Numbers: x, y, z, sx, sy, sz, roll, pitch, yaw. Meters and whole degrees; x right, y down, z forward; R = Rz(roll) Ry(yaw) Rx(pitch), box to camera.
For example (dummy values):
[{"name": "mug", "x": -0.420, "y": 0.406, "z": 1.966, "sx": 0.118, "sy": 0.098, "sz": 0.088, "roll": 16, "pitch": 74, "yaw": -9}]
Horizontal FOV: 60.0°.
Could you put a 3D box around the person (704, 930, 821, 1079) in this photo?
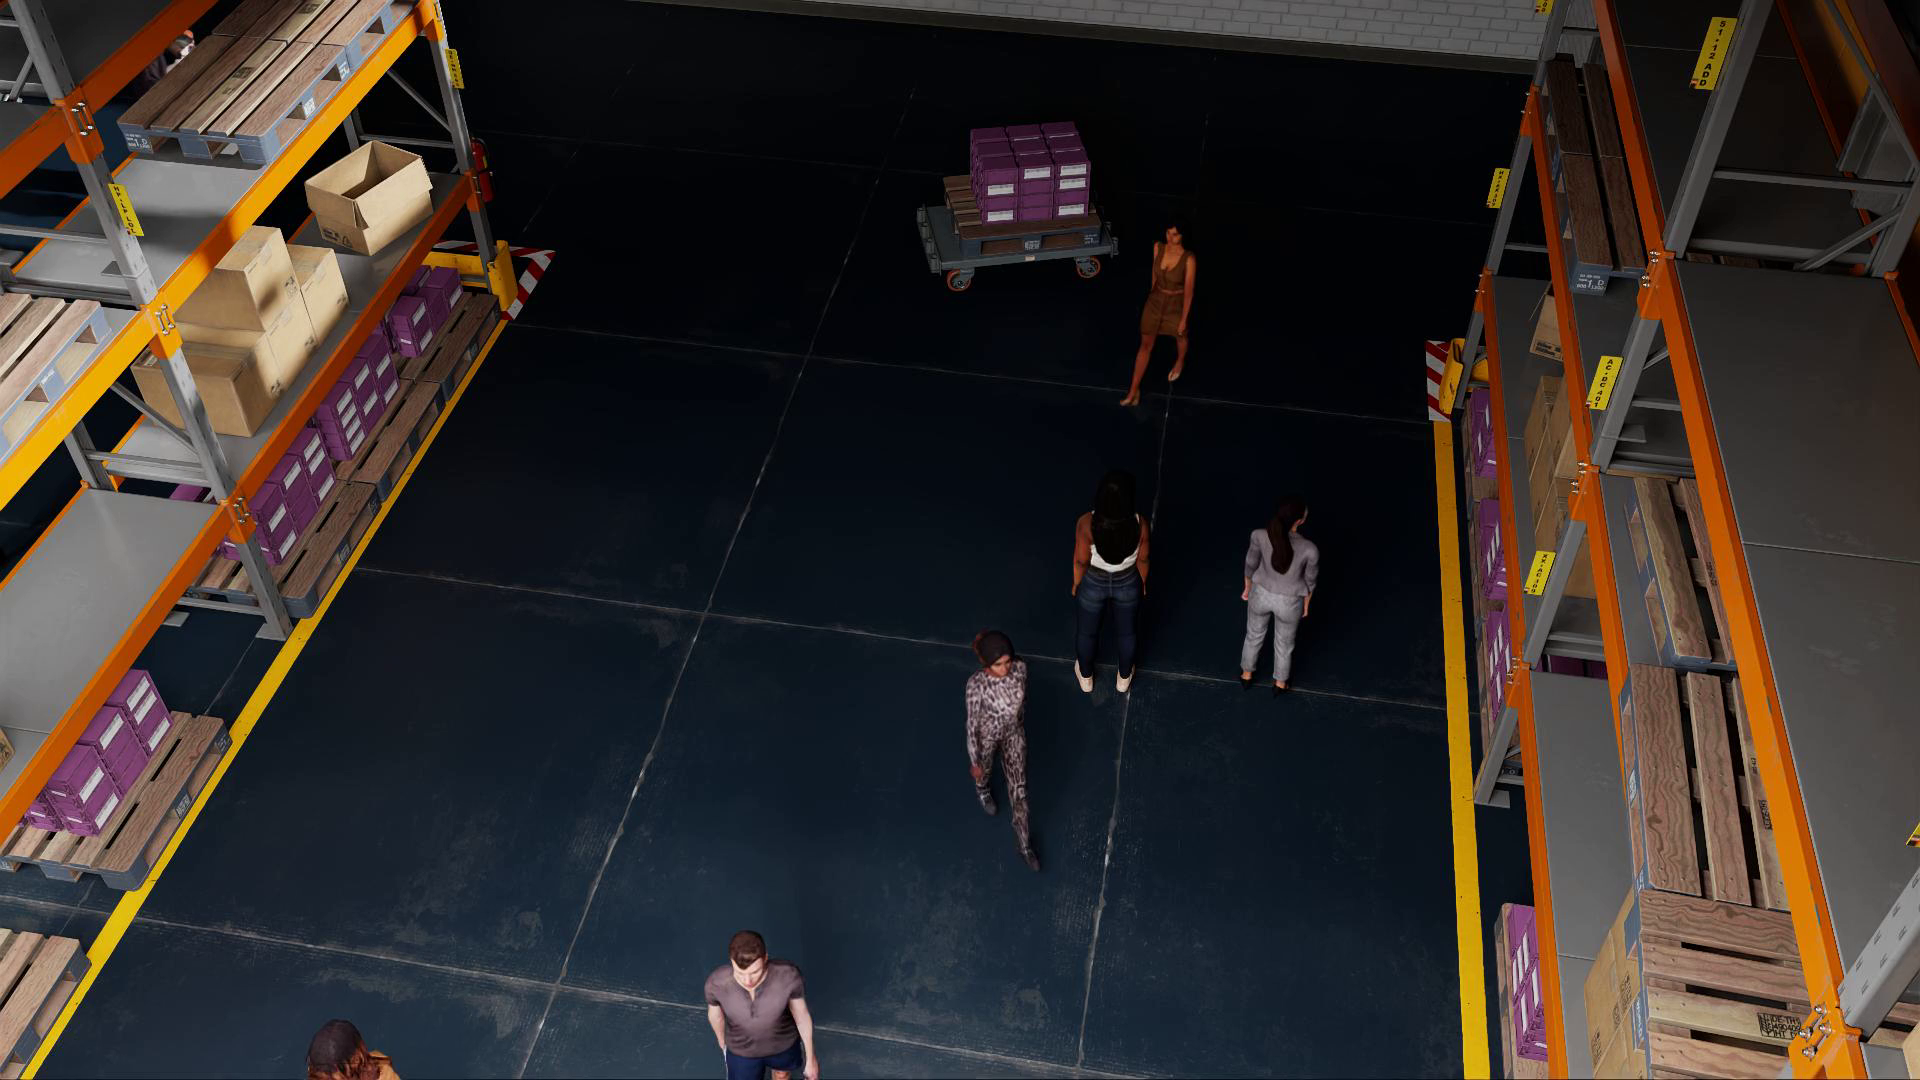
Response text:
[{"name": "person", "x": -0.977, "y": 2.425, "z": 8.318, "sx": 0.841, "sy": 1.829, "sz": 0.991, "roll": -9, "pitch": 44, "yaw": -9}]

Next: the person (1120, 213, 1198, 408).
[{"name": "person", "x": 1.682, "y": -1.831, "z": 12.920, "sx": 0.915, "sy": 1.645, "sz": 1.141, "roll": 28, "pitch": 50, "yaw": 27}]

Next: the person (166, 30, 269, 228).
[{"name": "person", "x": -6.588, "y": -3.563, "z": 14.558, "sx": 0.805, "sy": 1.891, "sz": 0.776, "roll": -32, "pitch": 52, "yaw": -29}]

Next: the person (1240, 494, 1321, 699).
[{"name": "person", "x": 2.007, "y": 0.381, "z": 10.573, "sx": 0.668, "sy": 1.678, "sz": 0.650, "roll": 17, "pitch": 46, "yaw": 17}]

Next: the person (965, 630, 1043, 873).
[{"name": "person", "x": 0.171, "y": 1.103, "z": 9.814, "sx": 0.937, "sy": 1.679, "sz": 1.098, "roll": -17, "pitch": 46, "yaw": -17}]

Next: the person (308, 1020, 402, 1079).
[{"name": "person", "x": -2.790, "y": 2.880, "z": 7.940, "sx": 0.767, "sy": 1.690, "sz": 1.156, "roll": 12, "pitch": 45, "yaw": 12}]

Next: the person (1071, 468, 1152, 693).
[{"name": "person", "x": 0.954, "y": 0.282, "z": 10.584, "sx": 0.670, "sy": 1.807, "sz": 0.631, "roll": 2, "pitch": 44, "yaw": 2}]
